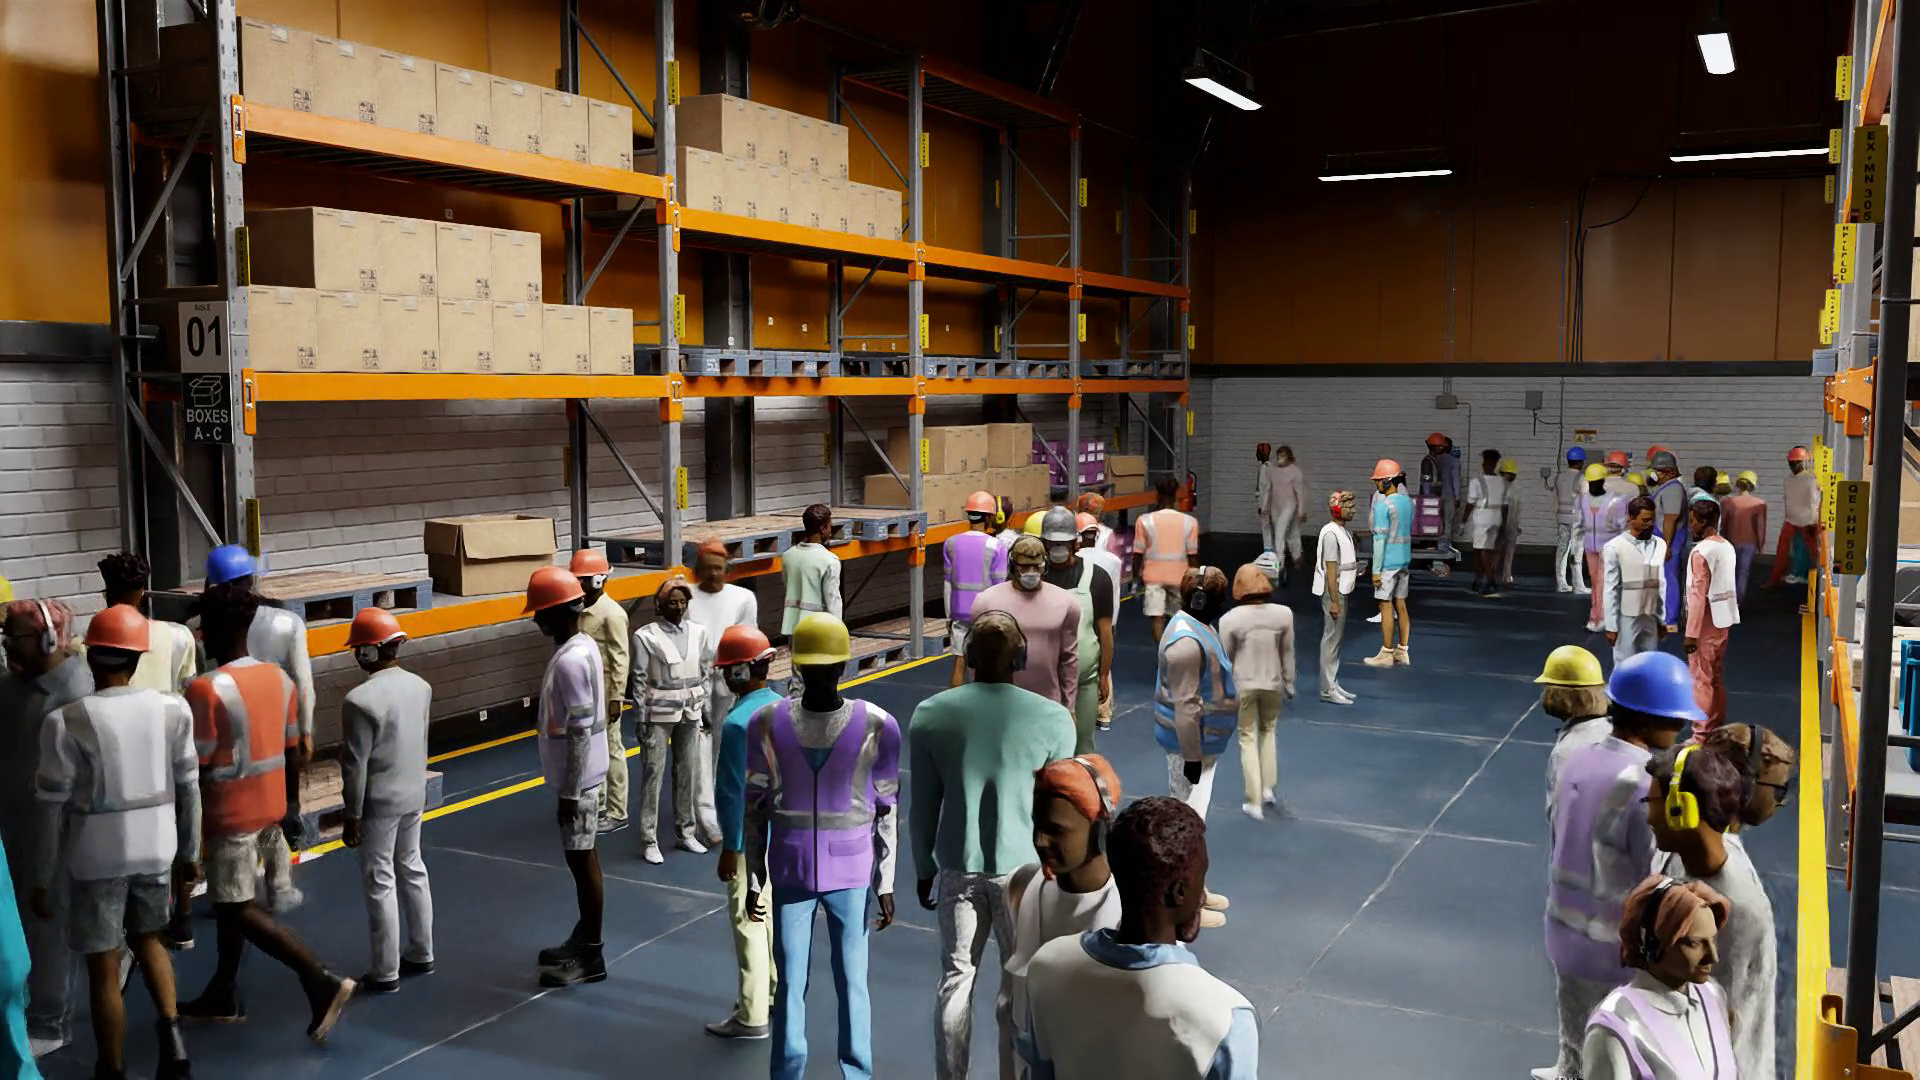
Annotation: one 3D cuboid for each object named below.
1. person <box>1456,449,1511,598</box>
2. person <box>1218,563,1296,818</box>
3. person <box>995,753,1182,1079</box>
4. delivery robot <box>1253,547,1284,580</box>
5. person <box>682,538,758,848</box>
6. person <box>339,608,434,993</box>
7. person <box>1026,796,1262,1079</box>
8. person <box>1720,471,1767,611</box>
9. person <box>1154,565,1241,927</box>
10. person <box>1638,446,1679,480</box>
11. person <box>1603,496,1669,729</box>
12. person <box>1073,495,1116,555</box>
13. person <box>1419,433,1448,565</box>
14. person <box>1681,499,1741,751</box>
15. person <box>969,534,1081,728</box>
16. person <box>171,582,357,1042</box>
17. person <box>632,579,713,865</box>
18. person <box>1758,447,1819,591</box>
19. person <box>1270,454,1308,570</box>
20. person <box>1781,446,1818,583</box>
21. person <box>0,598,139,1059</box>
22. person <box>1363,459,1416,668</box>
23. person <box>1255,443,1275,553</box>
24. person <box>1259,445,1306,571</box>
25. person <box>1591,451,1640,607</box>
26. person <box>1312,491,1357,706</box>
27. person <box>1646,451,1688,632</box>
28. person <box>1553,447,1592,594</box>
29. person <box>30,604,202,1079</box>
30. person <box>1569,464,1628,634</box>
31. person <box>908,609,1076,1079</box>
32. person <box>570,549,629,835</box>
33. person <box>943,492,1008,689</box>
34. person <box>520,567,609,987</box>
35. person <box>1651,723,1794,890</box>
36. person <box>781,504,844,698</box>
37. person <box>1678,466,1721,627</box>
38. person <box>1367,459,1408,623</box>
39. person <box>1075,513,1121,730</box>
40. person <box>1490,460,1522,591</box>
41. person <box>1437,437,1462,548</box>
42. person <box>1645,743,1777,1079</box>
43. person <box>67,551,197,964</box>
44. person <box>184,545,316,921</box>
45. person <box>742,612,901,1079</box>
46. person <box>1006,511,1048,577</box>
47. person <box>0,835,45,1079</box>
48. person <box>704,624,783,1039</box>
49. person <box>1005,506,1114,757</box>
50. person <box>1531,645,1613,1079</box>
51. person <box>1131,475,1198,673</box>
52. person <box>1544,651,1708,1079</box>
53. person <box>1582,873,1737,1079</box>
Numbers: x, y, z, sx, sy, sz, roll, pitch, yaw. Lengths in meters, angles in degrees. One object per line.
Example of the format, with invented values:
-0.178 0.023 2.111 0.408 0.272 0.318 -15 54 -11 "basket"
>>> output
6.846 -0.214 21.647 0.680 1.934 0.578 -3 6 -26 "person"
1.882 0.952 10.653 0.516 1.612 0.461 -1 5 -8 "person"
0.304 1.443 4.058 0.346 1.876 0.571 -5 7 -42 "person"
4.160 0.341 22.413 0.477 0.478 0.707 2 5 18 "delivery robot"
-1.518 0.899 10.133 0.587 1.832 0.993 -2 6 -20 "person"
-2.645 1.177 7.612 0.345 1.744 0.557 1 5 14 "person"
0.381 1.477 3.437 0.392 1.919 0.592 -5 7 -45 "person"
9.265 0.046 19.730 0.540 1.738 0.367 2 6 16 "person"
1.219 1.044 8.543 0.429 1.838 0.625 1 5 14 "person"
9.036 -0.247 21.777 0.816 1.955 0.632 -5 7 -43 "person"
5.196 0.610 12.840 0.603 1.904 0.386 -3 6 -26 "person"
1.158 0.444 15.362 0.609 1.778 0.893 1 5 13 "person"
7.218 -0.620 25.366 0.404 2.037 0.605 3 6 30 "person"
5.589 0.650 12.420 0.410 1.908 0.598 5 7 43 "person"
0.365 0.929 9.244 0.630 1.937 0.373 -1 5 -9 "person"
-2.963 1.140 6.996 0.876 1.938 0.603 1 5 8 "person"
-1.668 1.038 9.650 0.523 1.638 0.310 -5 7 -43 "person"
11.227 -0.270 22.185 1.074 1.937 0.628 -2 6 -20 "person"
4.888 -0.421 24.738 0.572 1.749 0.342 0 5 2 "person"
11.674 -0.351 23.098 0.394 1.920 0.587 1 5 12 "person"
-3.745 1.168 6.900 0.654 1.891 0.667 4 7 36 "person"
4.183 0.231 16.243 0.606 2.035 0.404 -5 7 -45 "person"
4.693 -0.549 25.492 0.355 1.876 0.574 2 6 22 "person"
4.779 -0.448 24.288 0.959 1.905 0.633 -4 7 -40 "person"
7.679 -0.049 19.512 0.620 1.985 0.408 5 7 45 "person"
3.250 0.493 14.406 0.384 1.845 0.569 2 6 19 "person"
7.857 0.005 18.626 0.536 2.000 0.684 2 6 17 "person"
8.093 -0.259 21.951 0.384 1.949 0.605 -2 6 -25 "person"
-3.203 1.210 6.326 0.488 1.919 0.575 4 7 38 "person"
7.055 0.099 18.473 0.944 1.875 0.594 -5 7 -41 "person"
0.122 1.221 6.143 0.632 1.932 0.366 1 5 13 "person"
-2.256 0.925 10.246 0.341 1.750 0.565 -4 7 -40 "person"
0.140 0.581 13.075 0.550 1.923 0.391 2 6 25 "person"
-1.813 1.080 7.668 0.384 1.927 0.543 -1 5 -10 "person"
2.003 1.417 4.612 0.528 1.821 0.730 1 6 15 "person"
-1.058 0.701 11.839 0.390 1.912 0.590 -5 7 -44 "person"
8.428 0.078 18.973 0.435 1.840 0.728 1 6 16 "person"
4.936 0.010 19.286 0.403 1.905 0.651 4 7 36 "person"
1.005 0.653 13.200 0.559 1.746 0.332 -2 6 -25 "person"
7.328 -0.195 22.294 0.518 1.757 0.337 -3 6 -28 "person"
7.716 -0.680 26.532 0.365 1.939 0.636 -4 7 -39 "person"
1.901 1.443 4.217 0.475 1.848 0.487 0 5 -1 "person"
-3.947 1.033 7.958 0.368 1.965 0.609 4 7 38 "person"
-3.671 0.997 8.572 0.668 1.926 0.412 -2 6 -19 "person"
-0.512 1.220 6.135 0.587 1.930 0.359 0 5 2 "person"
0.513 0.764 11.109 0.394 1.921 0.583 -3 6 -25 "person"
-3.117 1.388 5.060 0.738 1.806 0.542 -1 5 -10 "person"
-0.900 1.227 7.095 0.352 1.738 0.573 1 5 14 "person"
0.595 0.793 10.146 0.681 2.000 0.535 0 5 4 "person"
2.434 1.281 6.573 0.365 1.736 0.485 4 7 40 "person"
1.908 0.360 15.397 0.613 1.937 0.902 -1 5 -8 "person"
2.040 1.305 5.232 0.513 1.932 0.706 0 5 -5 "person"
1.608 1.577 3.847 0.525 1.639 0.307 -4 7 -40 "person"
